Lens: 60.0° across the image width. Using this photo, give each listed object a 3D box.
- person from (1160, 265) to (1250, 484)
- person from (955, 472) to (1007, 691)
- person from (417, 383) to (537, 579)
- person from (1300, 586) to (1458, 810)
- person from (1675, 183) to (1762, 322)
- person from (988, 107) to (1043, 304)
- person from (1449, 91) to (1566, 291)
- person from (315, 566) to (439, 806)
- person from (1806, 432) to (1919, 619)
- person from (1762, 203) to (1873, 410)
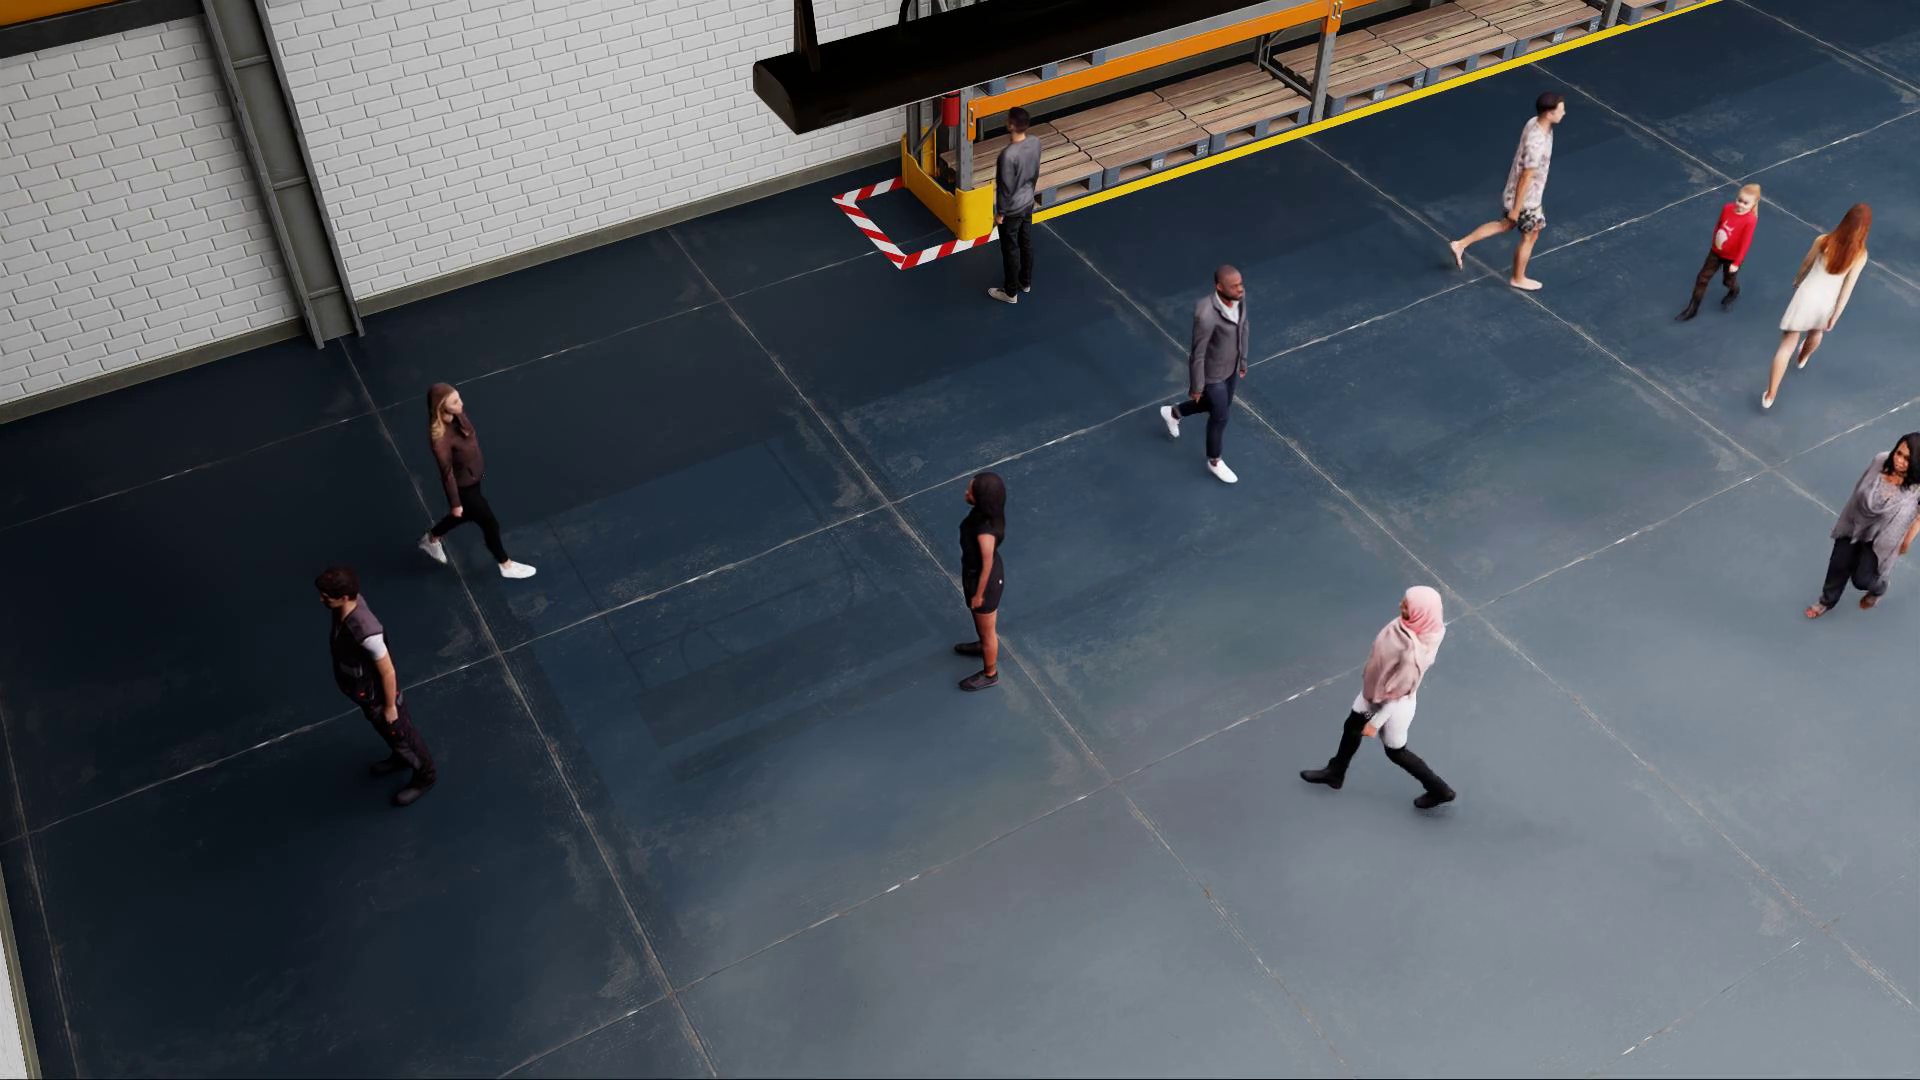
[{"bbox_3d":[1.804,-1.280,12.114,1.001,1.799,1.070,30,51,28],"label":"person"},{"bbox_3d":[0.143,0.242,10.559,0.665,1.741,0.671,-3,44,-3],"label":"person"},{"bbox_3d":[-3.428,-0.382,11.257,1.148,1.680,0.982,2,44,2],"label":"person"},{"bbox_3d":[2.622,0.980,9.761,1.214,1.771,1.096,7,44,7],"label":"person"},{"bbox_3d":[6.331,-2.369,13.646,0.880,1.263,0.527,-23,48,-22],"label":"person"},{"bbox_3d":[0.464,-2.763,13.698,0.745,1.761,0.598,30,51,28],"label":"person"},{"bbox_3d":[4.596,-2.914,13.836,1.165,1.790,1.082,8,44,9],"label":"person"},{"bbox_3d":[-3.464,0.839,9.854,0.627,1.848,0.702,-30,51,-28],"label":"person"},{"bbox_3d":[6.107,-0.100,11.025,0.749,1.594,0.617,-21,47,-21],"label":"person"},{"bbox_3d":[6.510,-1.751,12.713,0.971,1.655,1.231,21,47,20],"label":"person"}]
